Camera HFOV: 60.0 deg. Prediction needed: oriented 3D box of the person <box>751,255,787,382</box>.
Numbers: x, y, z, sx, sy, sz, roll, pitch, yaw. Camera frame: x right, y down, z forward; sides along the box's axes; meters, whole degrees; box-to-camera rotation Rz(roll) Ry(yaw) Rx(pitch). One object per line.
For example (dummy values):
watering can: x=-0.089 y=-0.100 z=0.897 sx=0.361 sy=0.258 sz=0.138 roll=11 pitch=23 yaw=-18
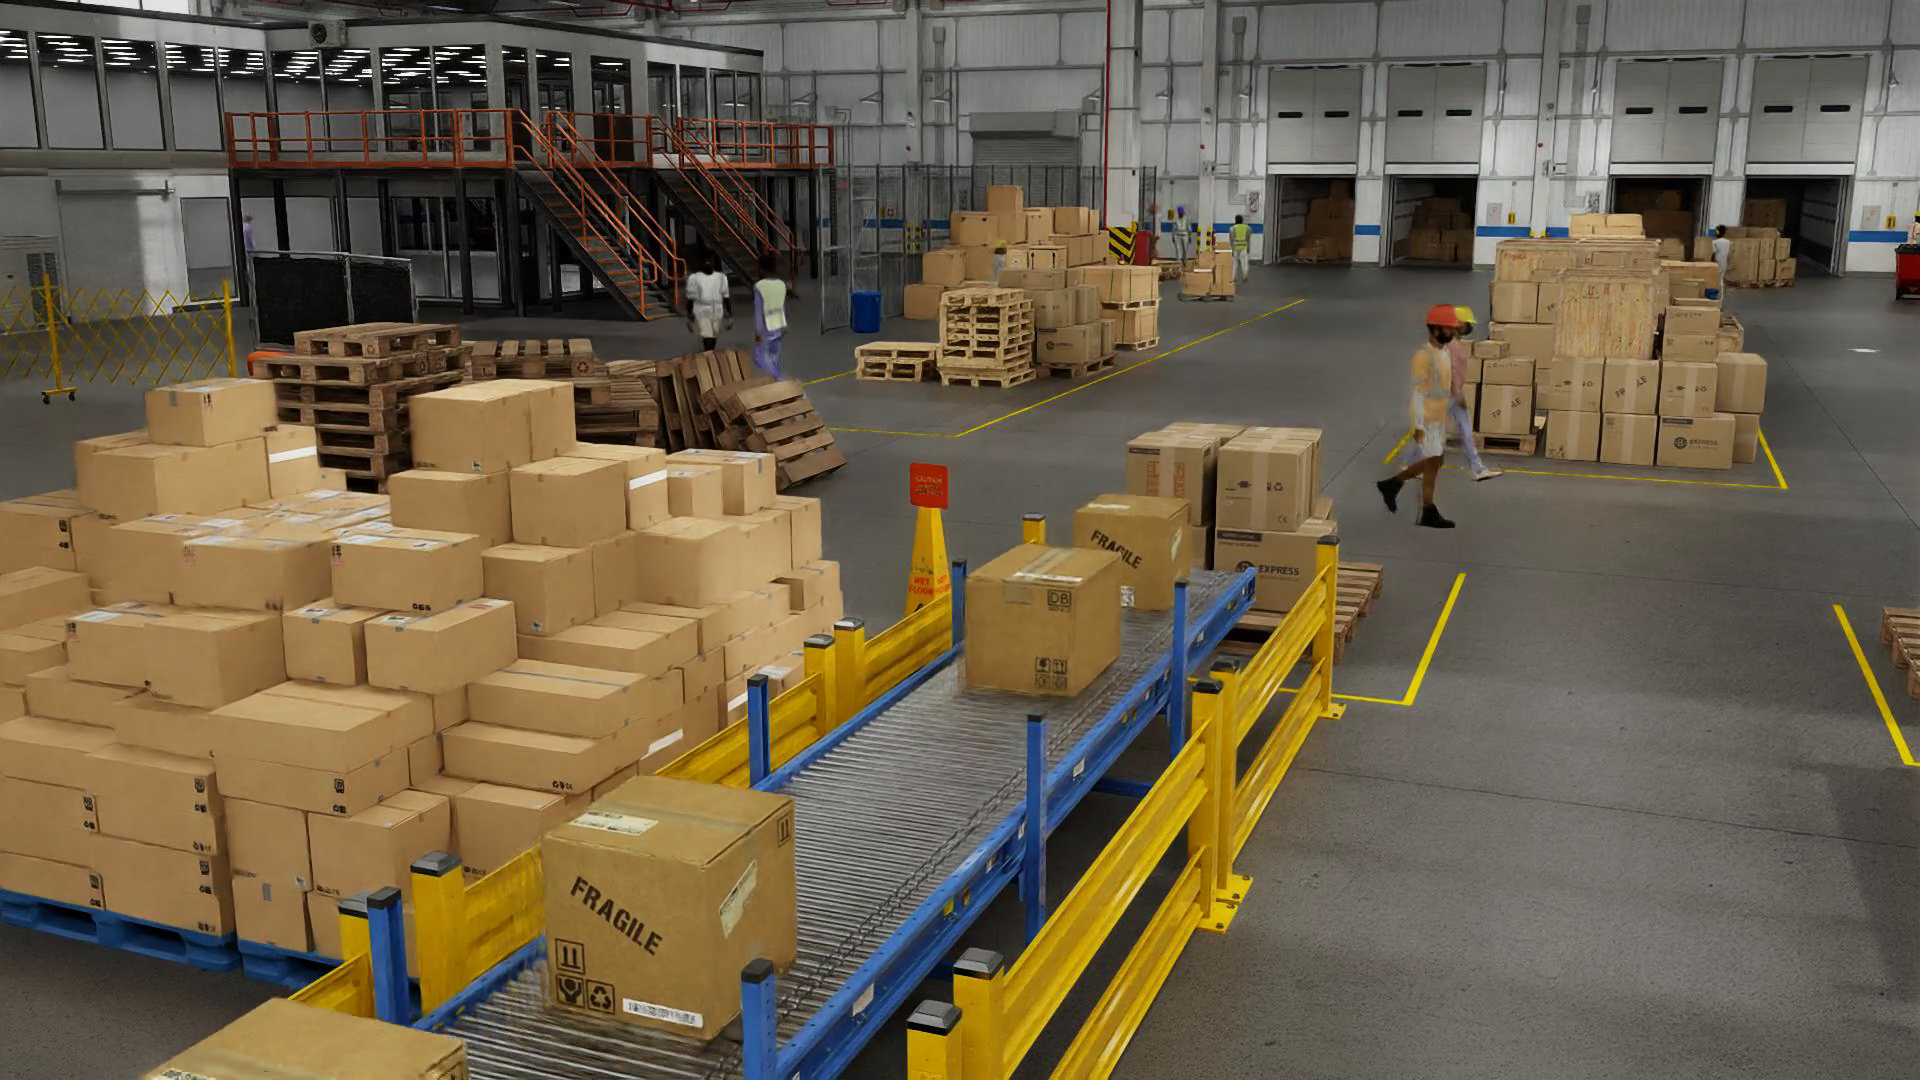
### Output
person: x=-2.482 y=-2.767 z=21.806 sx=0.456 sy=1.906 sz=0.605 roll=8 pitch=15 yaw=33

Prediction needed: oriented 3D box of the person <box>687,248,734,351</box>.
person: x=-3.525 y=-3.169 z=23.579 sx=0.630 sy=1.909 sz=0.980 roll=-8 pitch=15 yaw=-31

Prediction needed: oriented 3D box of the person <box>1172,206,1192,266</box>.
person: x=6.894 y=-9.431 z=51.725 sx=0.623 sy=1.897 sz=0.724 roll=2 pitch=13 yaw=10

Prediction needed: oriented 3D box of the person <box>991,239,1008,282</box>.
person: x=0.820 y=-4.769 z=31.218 sx=0.783 sy=1.714 sz=0.499 roll=-7 pitch=14 yaw=-29

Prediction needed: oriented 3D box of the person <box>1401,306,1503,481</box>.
person: x=4.798 y=-1.417 z=16.188 sx=0.953 sy=1.716 sz=0.525 roll=7 pitch=14 yaw=29

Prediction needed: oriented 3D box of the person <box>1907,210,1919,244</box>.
person: x=25.822 y=-7.949 z=44.993 sx=0.364 sy=1.929 sz=0.585 roll=1 pitch=13 yaw=7

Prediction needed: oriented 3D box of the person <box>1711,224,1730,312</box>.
person: x=16.109 y=-5.784 z=35.443 sx=0.570 sy=1.851 sz=0.551 roll=-5 pitch=14 yaw=-23

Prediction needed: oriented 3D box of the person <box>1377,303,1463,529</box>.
person: x=3.921 y=-1.060 z=14.140 sx=0.651 sy=1.920 sz=0.543 roll=9 pitch=15 yaw=35

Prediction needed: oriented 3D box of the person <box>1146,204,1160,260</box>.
person: x=6.027 y=-9.492 z=51.891 sx=0.585 sy=1.940 sz=0.664 roll=-4 pitch=13 yaw=-16

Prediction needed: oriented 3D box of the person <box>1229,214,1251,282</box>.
person: x=7.531 y=-7.836 z=44.734 sx=0.626 sy=1.821 sz=0.804 roll=-1 pitch=13 yaw=-6
